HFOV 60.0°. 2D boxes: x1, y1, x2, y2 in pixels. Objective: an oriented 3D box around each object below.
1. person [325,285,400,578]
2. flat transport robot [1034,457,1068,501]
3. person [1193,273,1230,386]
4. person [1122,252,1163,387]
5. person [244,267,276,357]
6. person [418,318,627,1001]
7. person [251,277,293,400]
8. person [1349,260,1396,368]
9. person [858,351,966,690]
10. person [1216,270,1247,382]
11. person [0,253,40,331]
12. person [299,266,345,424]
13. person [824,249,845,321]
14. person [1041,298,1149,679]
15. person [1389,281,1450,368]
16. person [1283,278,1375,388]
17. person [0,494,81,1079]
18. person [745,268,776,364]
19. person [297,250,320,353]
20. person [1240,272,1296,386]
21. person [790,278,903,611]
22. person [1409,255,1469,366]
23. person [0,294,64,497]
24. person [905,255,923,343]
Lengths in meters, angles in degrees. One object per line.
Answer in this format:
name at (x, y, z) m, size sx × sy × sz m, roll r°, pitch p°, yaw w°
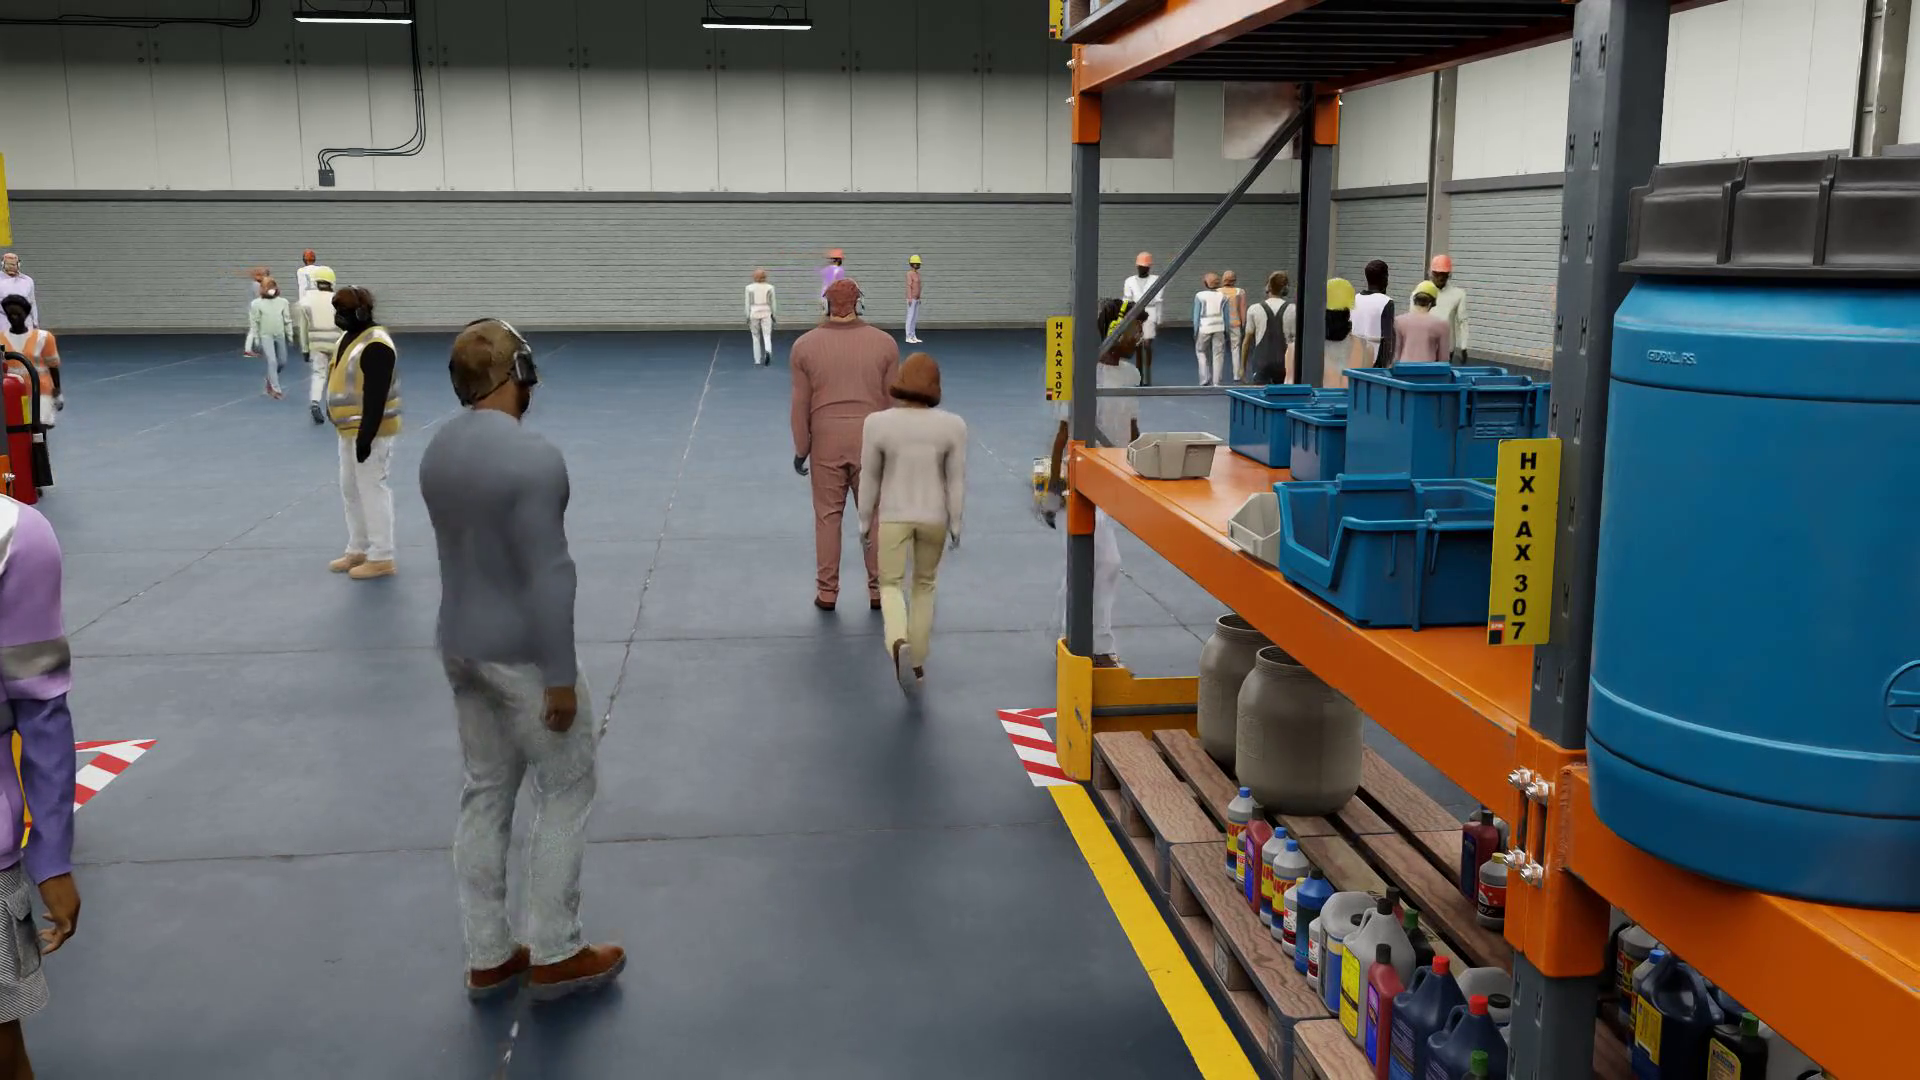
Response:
person at (-3.751, -0.681, 10.481) m, size 0.430 × 1.833 × 0.658 m, roll -8°, pitch 13°, yaw -37°
flat transport robot at (0.944, -0.512, 13.836) m, size 0.652 × 0.197 × 1.431 m, roll 0°, pitch 10°, yaw 2°
person at (3.508, -2.917, 23.310) m, size 0.552 × 1.614 × 0.566 m, roll -2°, pitch 10°, yaw -8°
person at (2.551, -3.112, 23.579) m, size 0.586 × 1.909 × 0.658 m, roll 4°, pitch 11°, yaw 22°
person at (-12.421, -4.053, 29.616) m, size 0.769 × 1.577 × 0.544 m, roll -2°, pitch 11°, yaw -11°
person at (-1.296, 0.334, 4.721) m, size 0.671 × 1.906 × 0.457 m, roll 8°, pitch 13°, yaw 39°
person at (-9.120, -2.675, 22.015) m, size 0.624 × 1.615 × 0.508 m, roll 10°, pitch 14°, yaw 43°
person at (3.805, -1.627, 15.427) m, size 0.393 × 1.919 × 0.589 m, roll -6°, pitch 12°, yaw -30°
person at (-0.214, -0.071, 7.779) m, size 0.510 × 1.613 × 0.623 m, roll -2°, pitch 10°, yaw -9°
person at (3.968, -3.154, 24.568) m, size 0.522 × 1.638 × 0.310 m, roll 2°, pitch 11°, yaw 10°
person at (-13.158, -3.030, 23.171) m, size 0.406 × 1.902 × 0.636 m, roll 8°, pitch 13°, yaw 37°
person at (-7.246, -2.225, 19.018) m, size 0.599 × 1.810 × 0.779 m, roll -1°, pitch 10°, yaw -4°
person at (-2.496, -4.798, 32.911) m, size 1.002 × 1.891 × 0.556 m, roll -8°, pitch 13°, yaw -36°
person at (0.737, -0.233, 8.034) m, size 0.560 × 1.828 × 0.750 m, roll -9°, pitch 14°, yaw -40°
person at (4.214, -1.502, 15.258) m, size 0.533 × 1.716 × 0.861 m, roll 5°, pitch 11°, yaw 25°
person at (2.202, -0.586, 9.820) m, size 0.601 × 1.879 × 0.898 m, roll -2°, pitch 11°, yaw -11°
person at (-1.927, 0.575, 3.017) m, size 0.608 × 2.044 × 0.373 m, roll -4°, pitch 11°, yaw -23°
person at (-3.319, -3.718, 27.711) m, size 0.519 × 1.619 × 0.589 m, roll -2°, pitch 11°, yaw -13°
person at (-11.935, -4.385, 30.650) m, size 0.356 × 1.882 × 0.574 m, roll 6°, pitch 12°, yaw 31°
person at (2.907, -1.604, 15.618) m, size 0.556 × 1.797 × 0.871 m, roll 2°, pitch 11°, yaw 10°
person at (-0.641, -0.539, 9.516) m, size 0.636 × 1.902 × 0.404 m, roll -1°, pitch 10°, yaw -4°
person at (5.182, -2.122, 18.082) m, size 0.617 × 1.945 × 1.048 m, roll 1°, pitch 10°, yaw 7°
person at (-7.681, -1.170, 13.616) m, size 0.556 × 1.652 × 0.846 m, roll -3°, pitch 11°, yaw -17°
person at (-0.909, -4.856, 33.550) m, size 0.328 × 1.767 × 0.532 m, roll 4°, pitch 11°, yaw 21°
